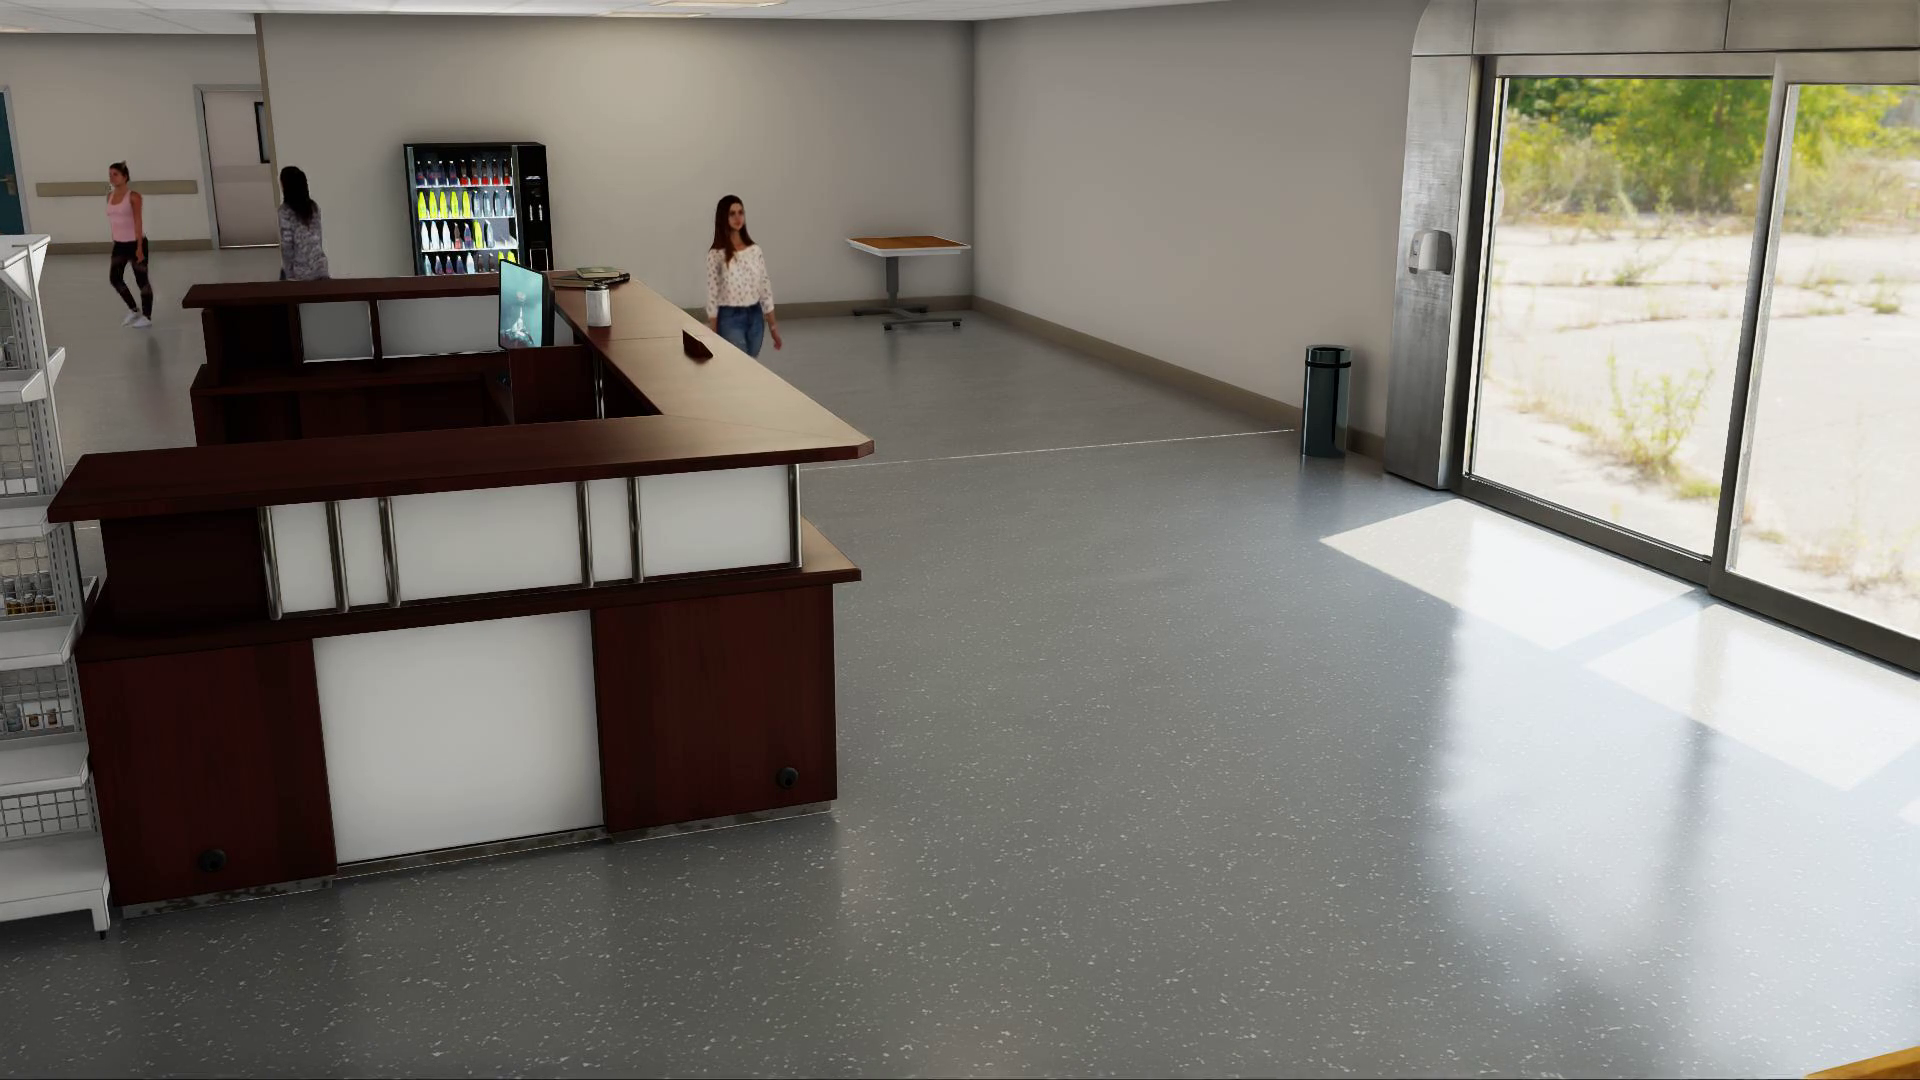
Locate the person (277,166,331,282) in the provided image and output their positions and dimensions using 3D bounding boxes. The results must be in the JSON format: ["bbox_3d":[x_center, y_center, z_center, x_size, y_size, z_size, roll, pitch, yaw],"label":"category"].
[{"bbox_3d":[-5.437,-2.243,13.966,1.010,1.704,1.021,11,19,34],"label":"person"}]

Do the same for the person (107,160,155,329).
[{"bbox_3d":[-8.200,-2.933,16.542,0.645,1.634,0.726,3,16,10],"label":"person"}]

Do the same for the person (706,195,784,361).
[{"bbox_3d":[-1.481,-1.363,10.888,1.126,1.681,0.907,-13,20,-38],"label":"person"}]
